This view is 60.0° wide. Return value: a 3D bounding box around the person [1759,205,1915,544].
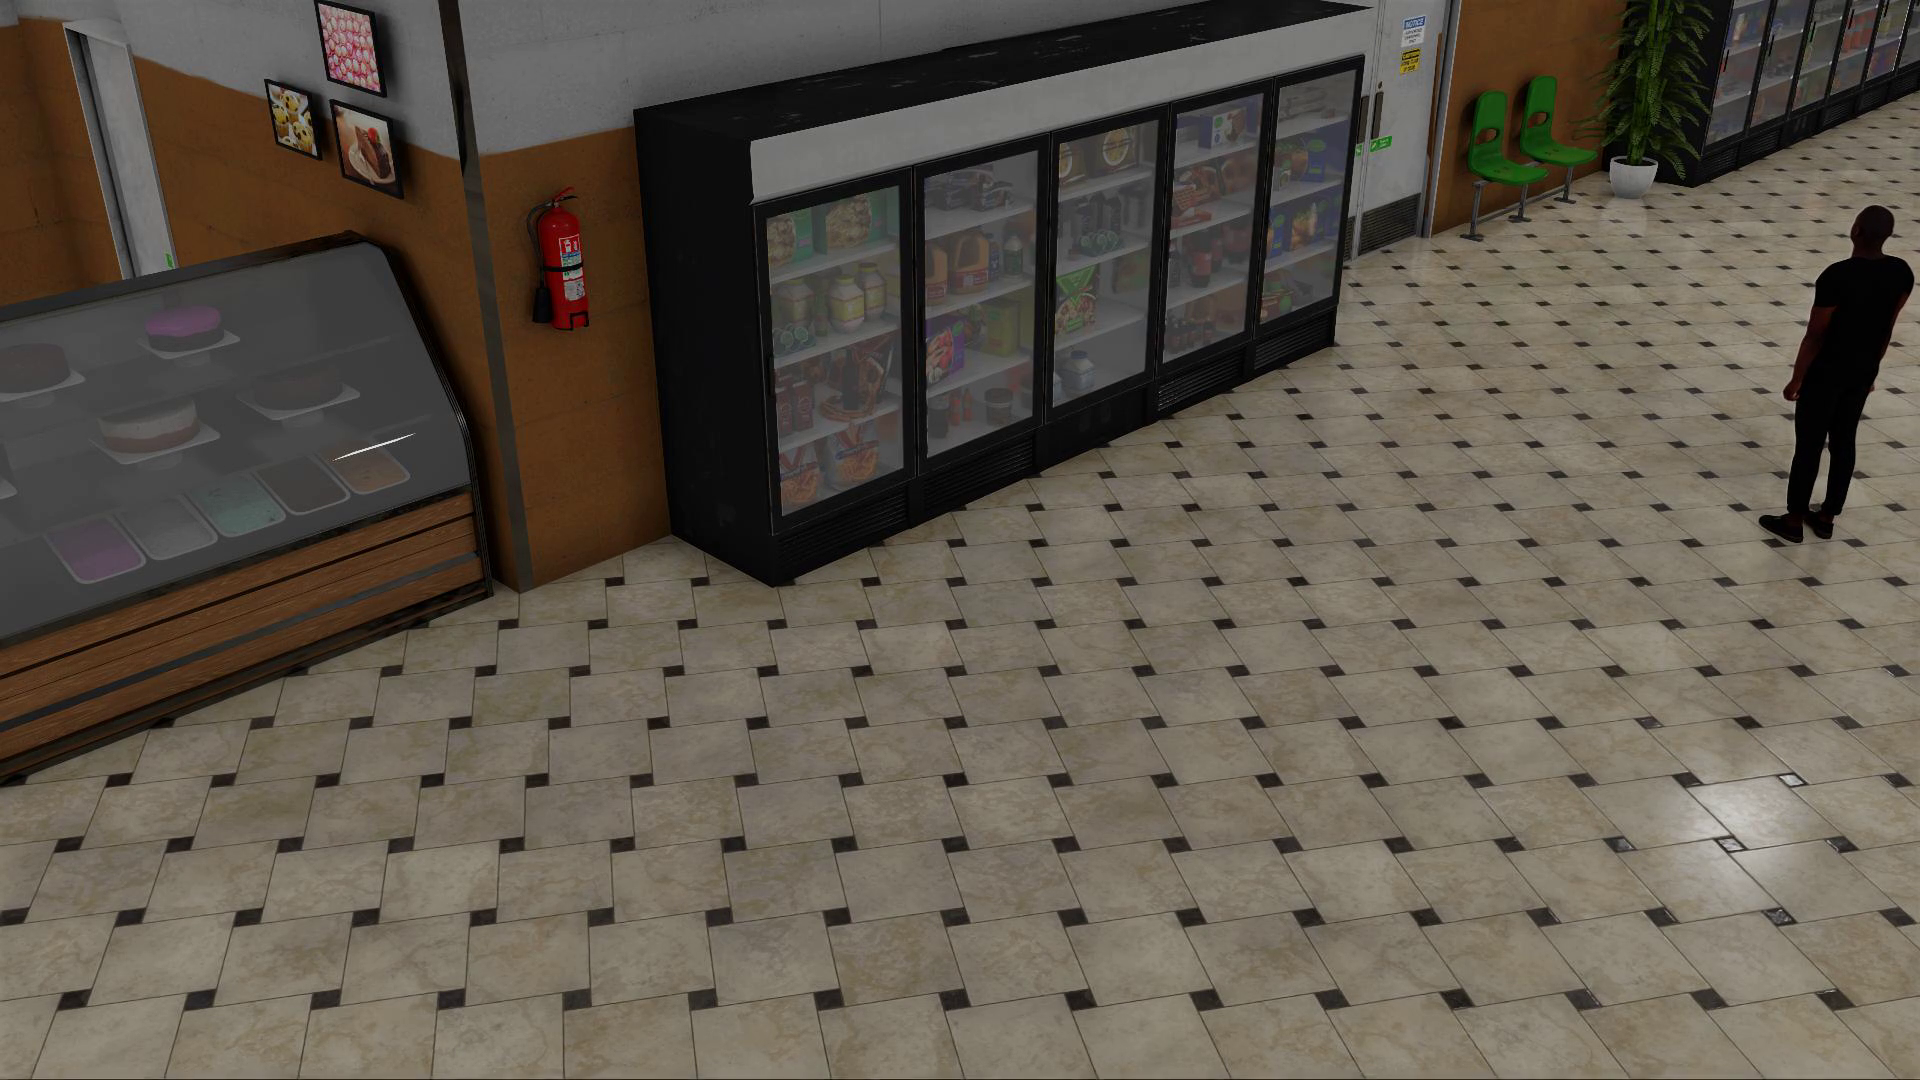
[{"bbox_3d":[4.598,-0.855,8.703,0.750,1.820,0.772,-4,27,-8],"label":"person"}]
